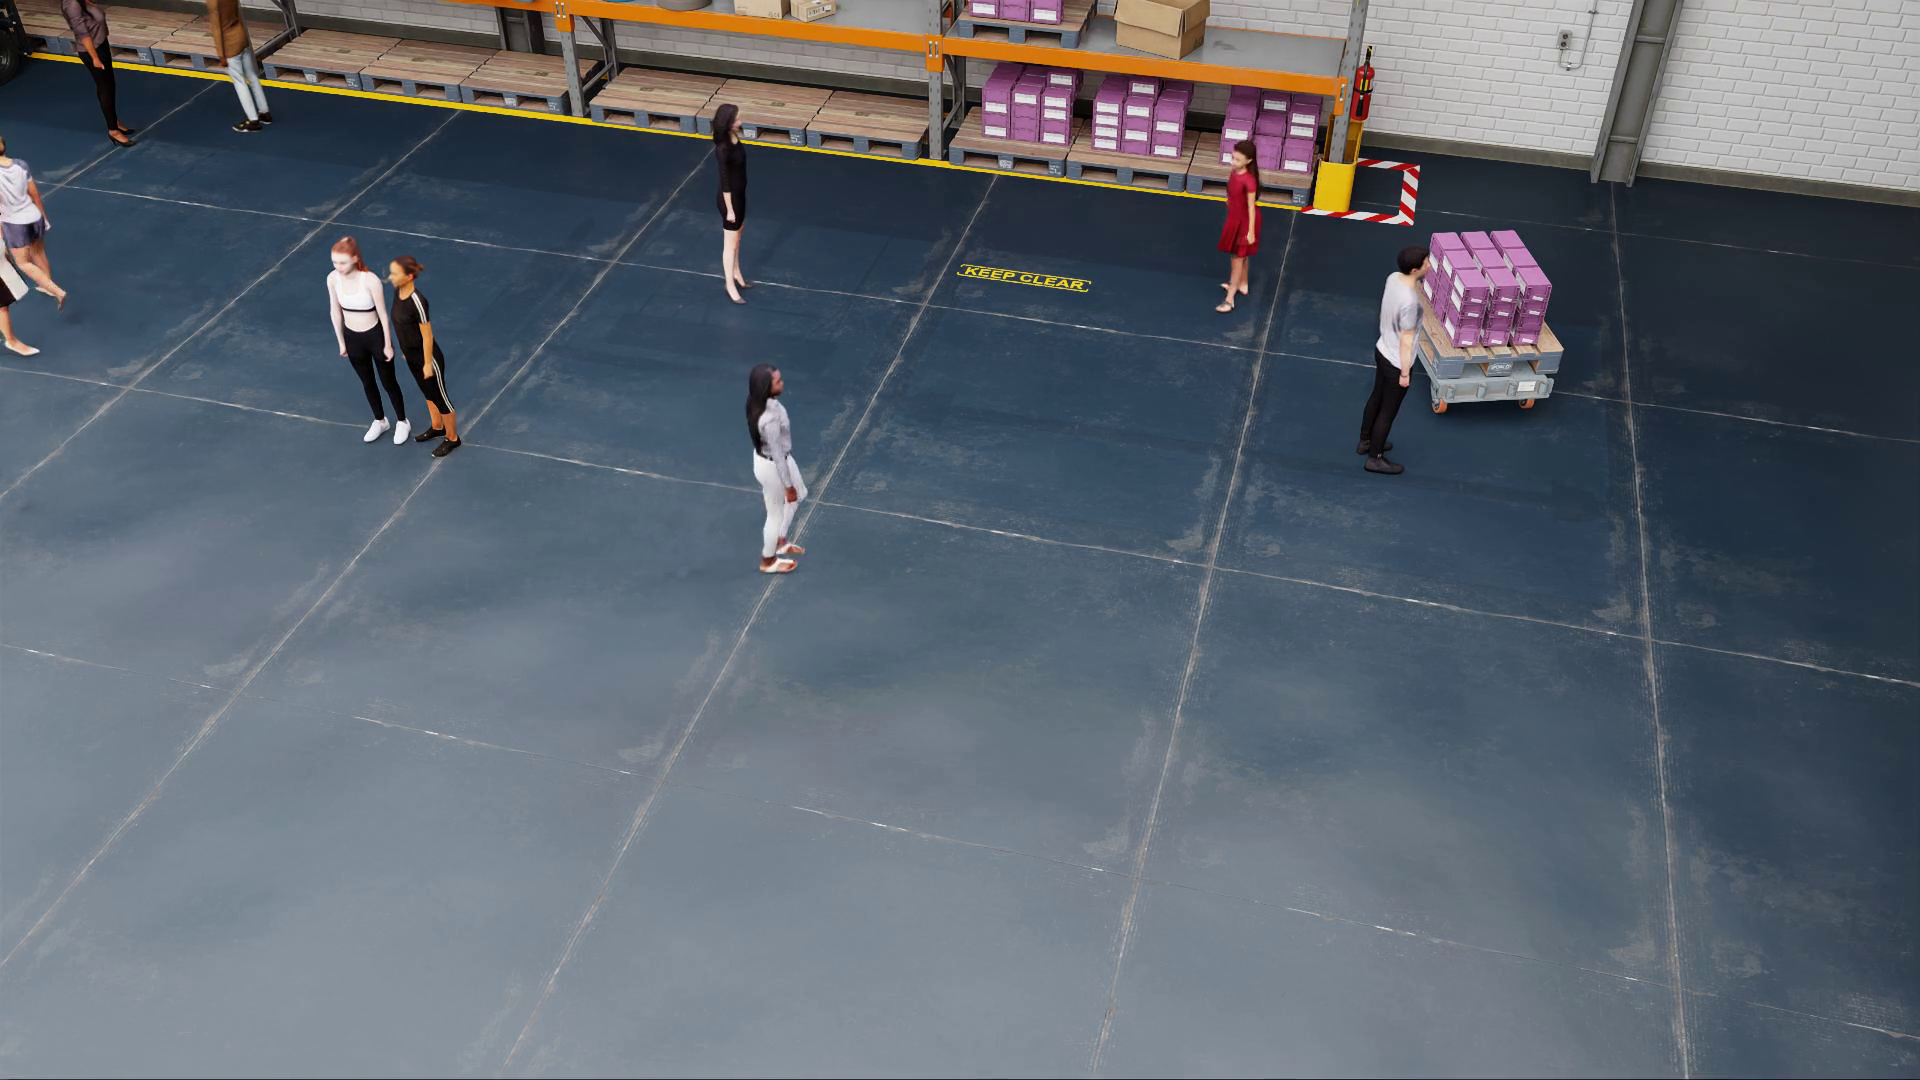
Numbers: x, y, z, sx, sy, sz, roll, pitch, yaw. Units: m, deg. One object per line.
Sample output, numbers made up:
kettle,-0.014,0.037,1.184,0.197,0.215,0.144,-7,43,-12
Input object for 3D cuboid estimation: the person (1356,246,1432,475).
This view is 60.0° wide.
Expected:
person,3.238,-1.365,12.415,0.669,1.863,0.737,-3,39,-4

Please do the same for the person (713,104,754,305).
person,-1.972,-2.928,14.420,0.543,1.803,0.631,4,39,5

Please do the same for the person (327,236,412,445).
person,-4.518,-1.521,12.706,0.471,1.744,0.665,6,39,7

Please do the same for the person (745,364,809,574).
person,-1.361,-0.467,11.412,0.756,1.712,0.728,-7,39,-9

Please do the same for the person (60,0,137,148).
person,-8.794,-4.924,16.889,0.790,1.842,0.750,-15,41,-18

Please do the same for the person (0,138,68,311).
person,-8.038,-2.714,14.313,0.933,1.602,0.693,21,43,24

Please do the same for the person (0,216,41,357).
person,-8.029,-2.249,13.635,0.927,1.722,0.828,-1,39,-1

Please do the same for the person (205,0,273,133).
person,-7.485,-5.118,17.152,0.589,1.816,0.659,6,39,7

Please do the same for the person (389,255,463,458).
person,-4.085,-1.420,12.641,0.731,1.668,0.638,-29,47,-31

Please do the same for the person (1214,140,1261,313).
person,2.469,-2.771,14.437,0.908,1.538,0.854,-7,39,-8
